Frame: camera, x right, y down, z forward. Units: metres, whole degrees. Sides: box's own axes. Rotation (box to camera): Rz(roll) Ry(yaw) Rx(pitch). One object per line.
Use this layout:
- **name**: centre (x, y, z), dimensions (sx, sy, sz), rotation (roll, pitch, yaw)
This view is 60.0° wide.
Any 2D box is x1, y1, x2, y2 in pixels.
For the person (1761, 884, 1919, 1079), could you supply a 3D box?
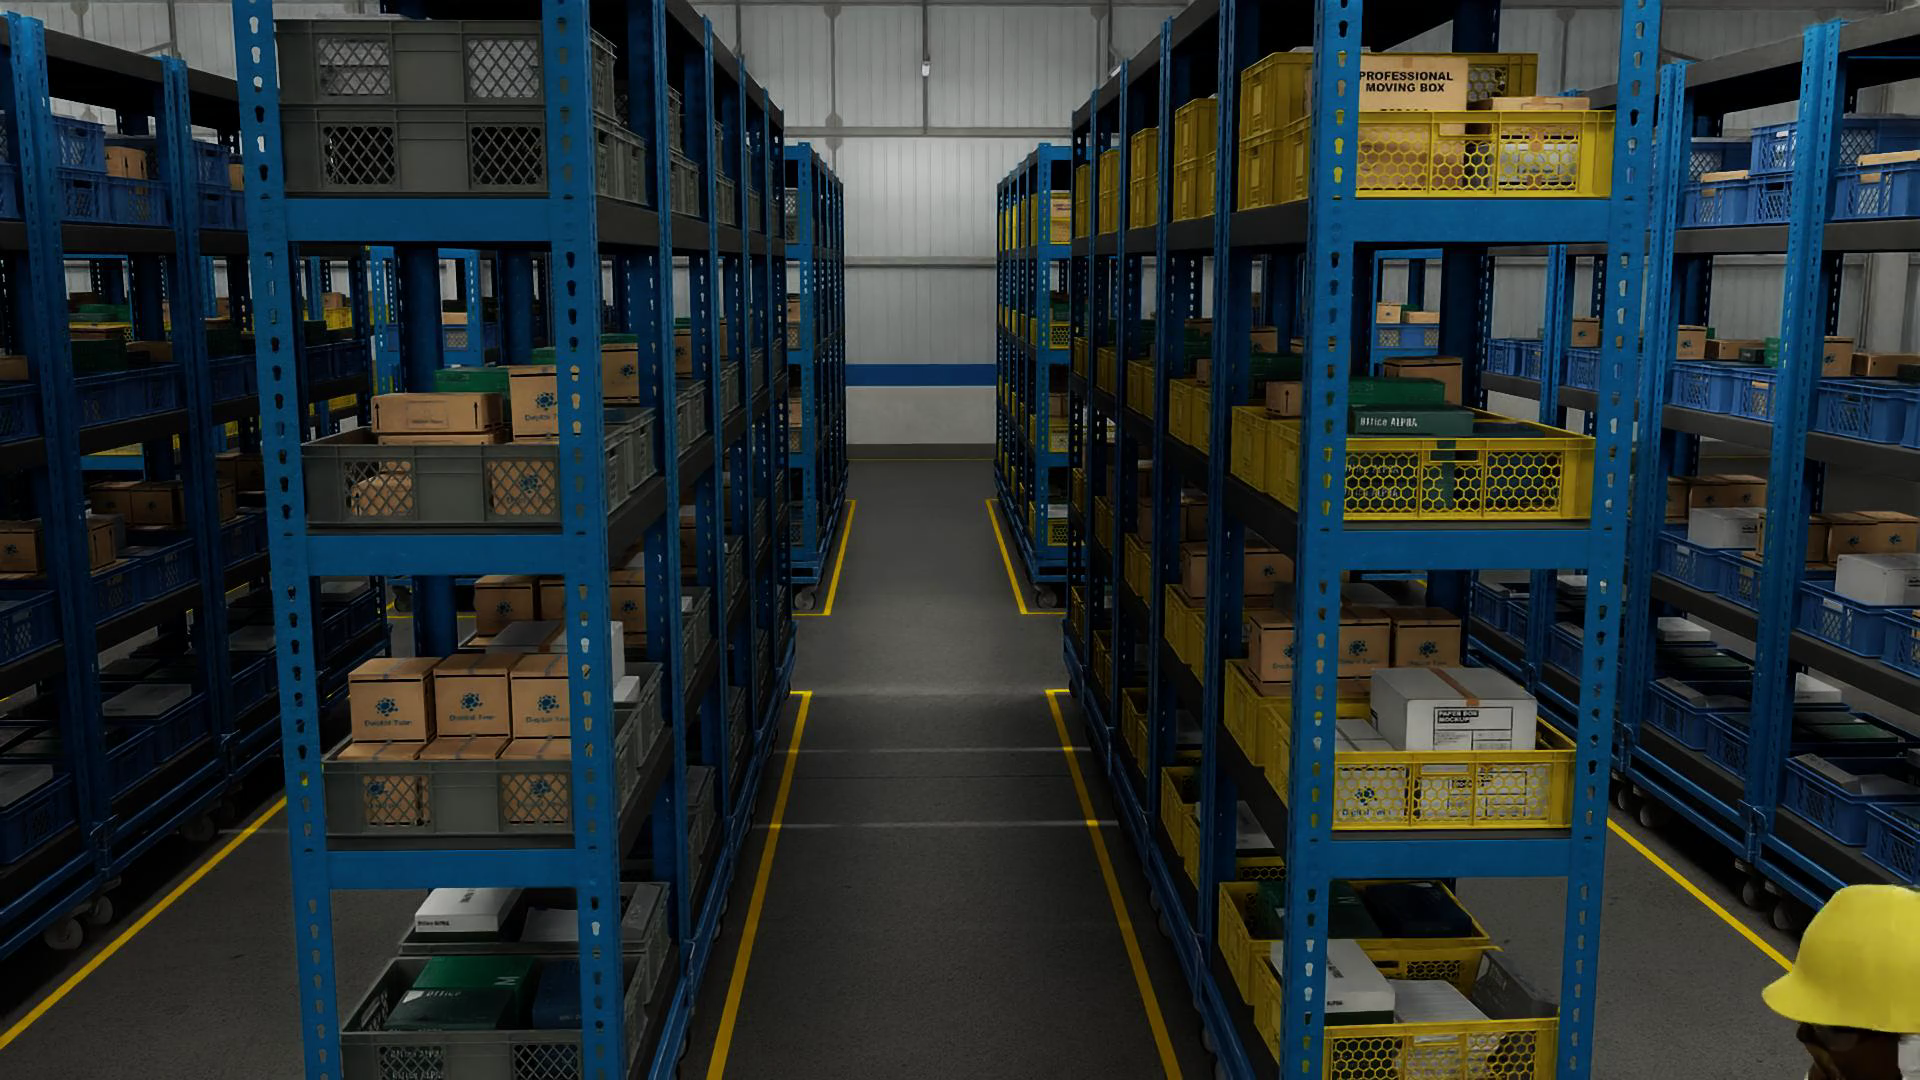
- **person**: centre (1.359, 1.386, 2.471), dimensions (0.420, 1.813, 0.610), rotation (1, 9, 3)
